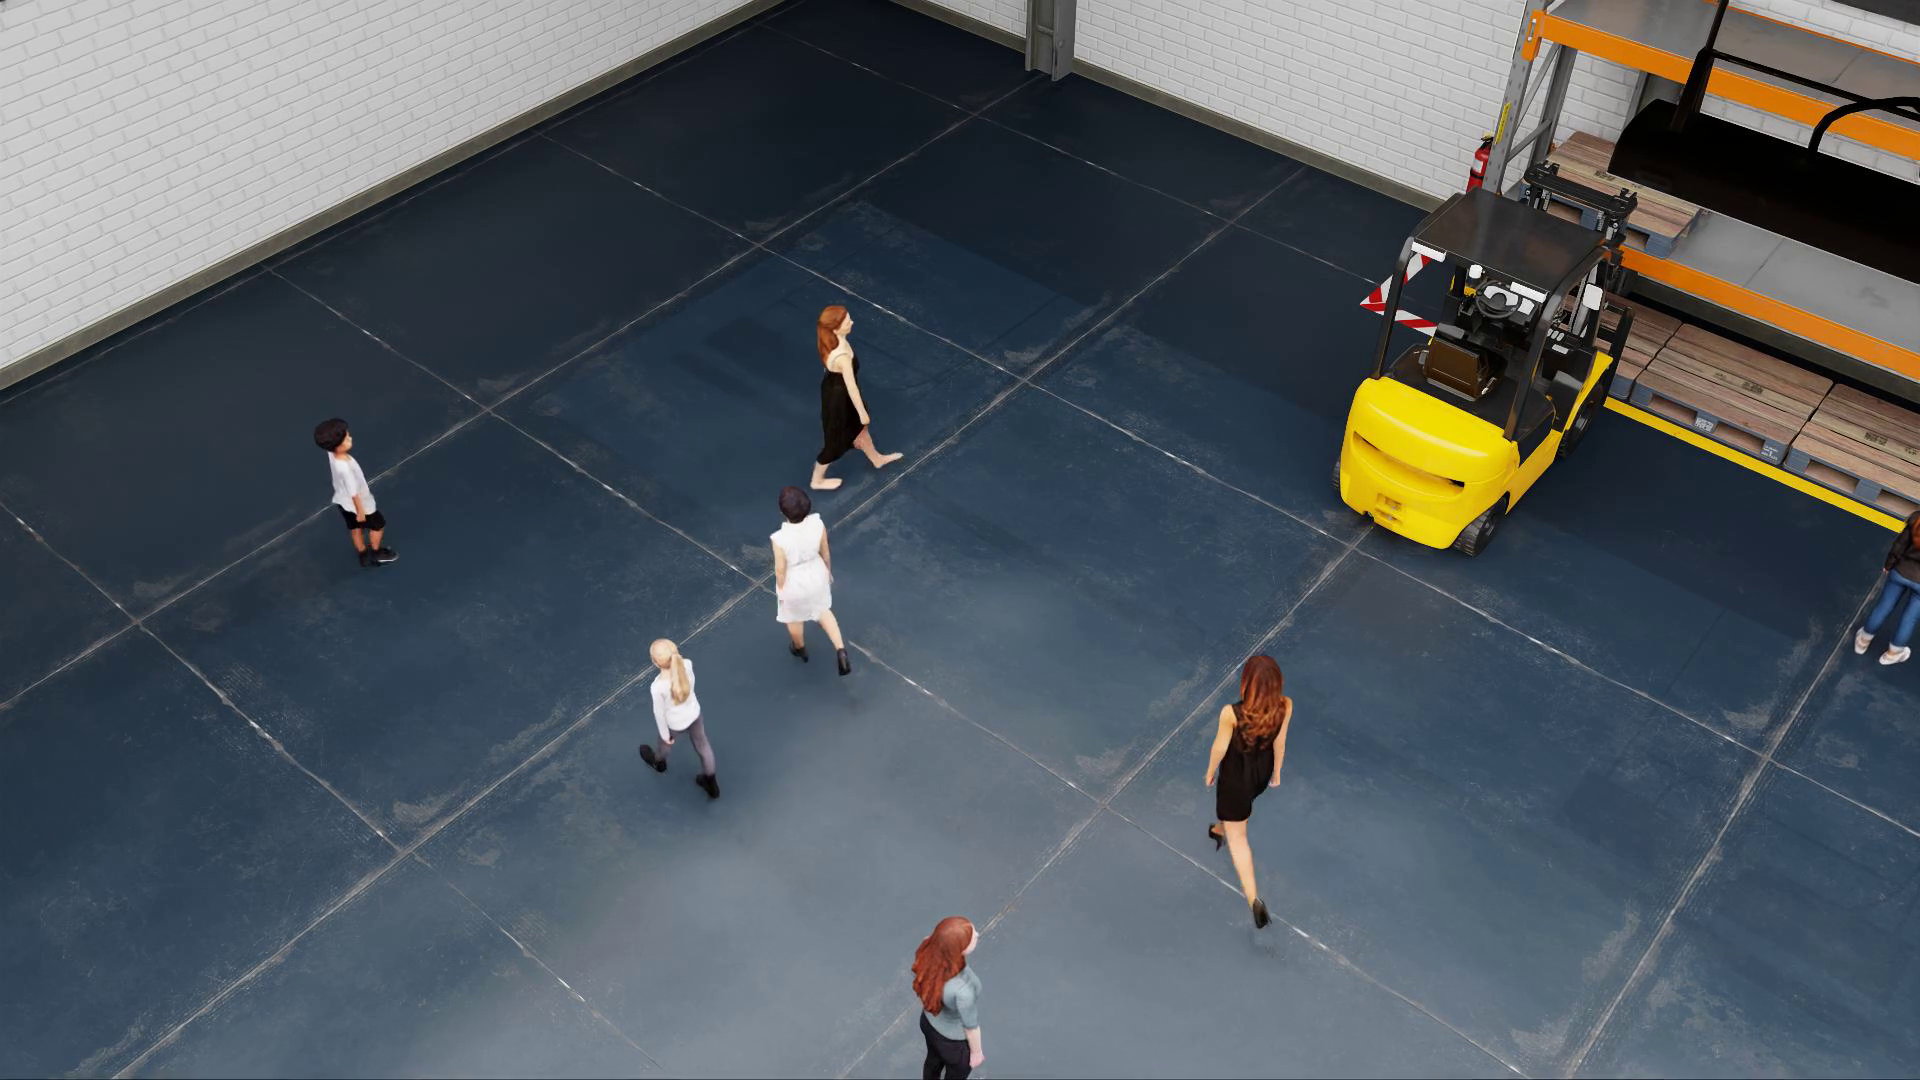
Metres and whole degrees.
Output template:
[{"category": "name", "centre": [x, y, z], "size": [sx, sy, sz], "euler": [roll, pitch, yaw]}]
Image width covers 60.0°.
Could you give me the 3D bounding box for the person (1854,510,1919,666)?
[{"category": "person", "centre": [6.146, 0.220, 10.672], "size": [0.443, 1.484, 0.613], "euler": [31, 52, 28]}]

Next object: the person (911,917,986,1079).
[{"category": "person", "centre": [-0.052, 2.400, 8.196], "size": [0.709, 1.742, 0.566], "euler": [-23, 48, -22]}]

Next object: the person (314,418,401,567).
[{"category": "person", "centre": [-4.204, -0.281, 11.365], "size": [0.613, 1.252, 0.508], "euler": [-28, 50, -26]}]

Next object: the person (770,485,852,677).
[{"category": "person", "centre": [-0.955, 0.306, 10.539], "size": [0.670, 1.543, 0.892], "euler": [-27, 50, -25]}]

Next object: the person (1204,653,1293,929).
[{"category": "person", "centre": [1.612, 1.393, 9.208], "size": [0.996, 1.805, 1.180], "euler": [-11, 45, -11]}]

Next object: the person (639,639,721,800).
[{"category": "person", "centre": [-1.617, 1.095, 9.918], "size": [0.554, 1.256, 0.842], "euler": [-33, 52, -30]}]

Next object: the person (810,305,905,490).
[{"category": "person", "centre": [-0.946, -0.977, 11.847], "size": [0.992, 1.596, 0.998], "euler": [-10, 45, -11]}]
